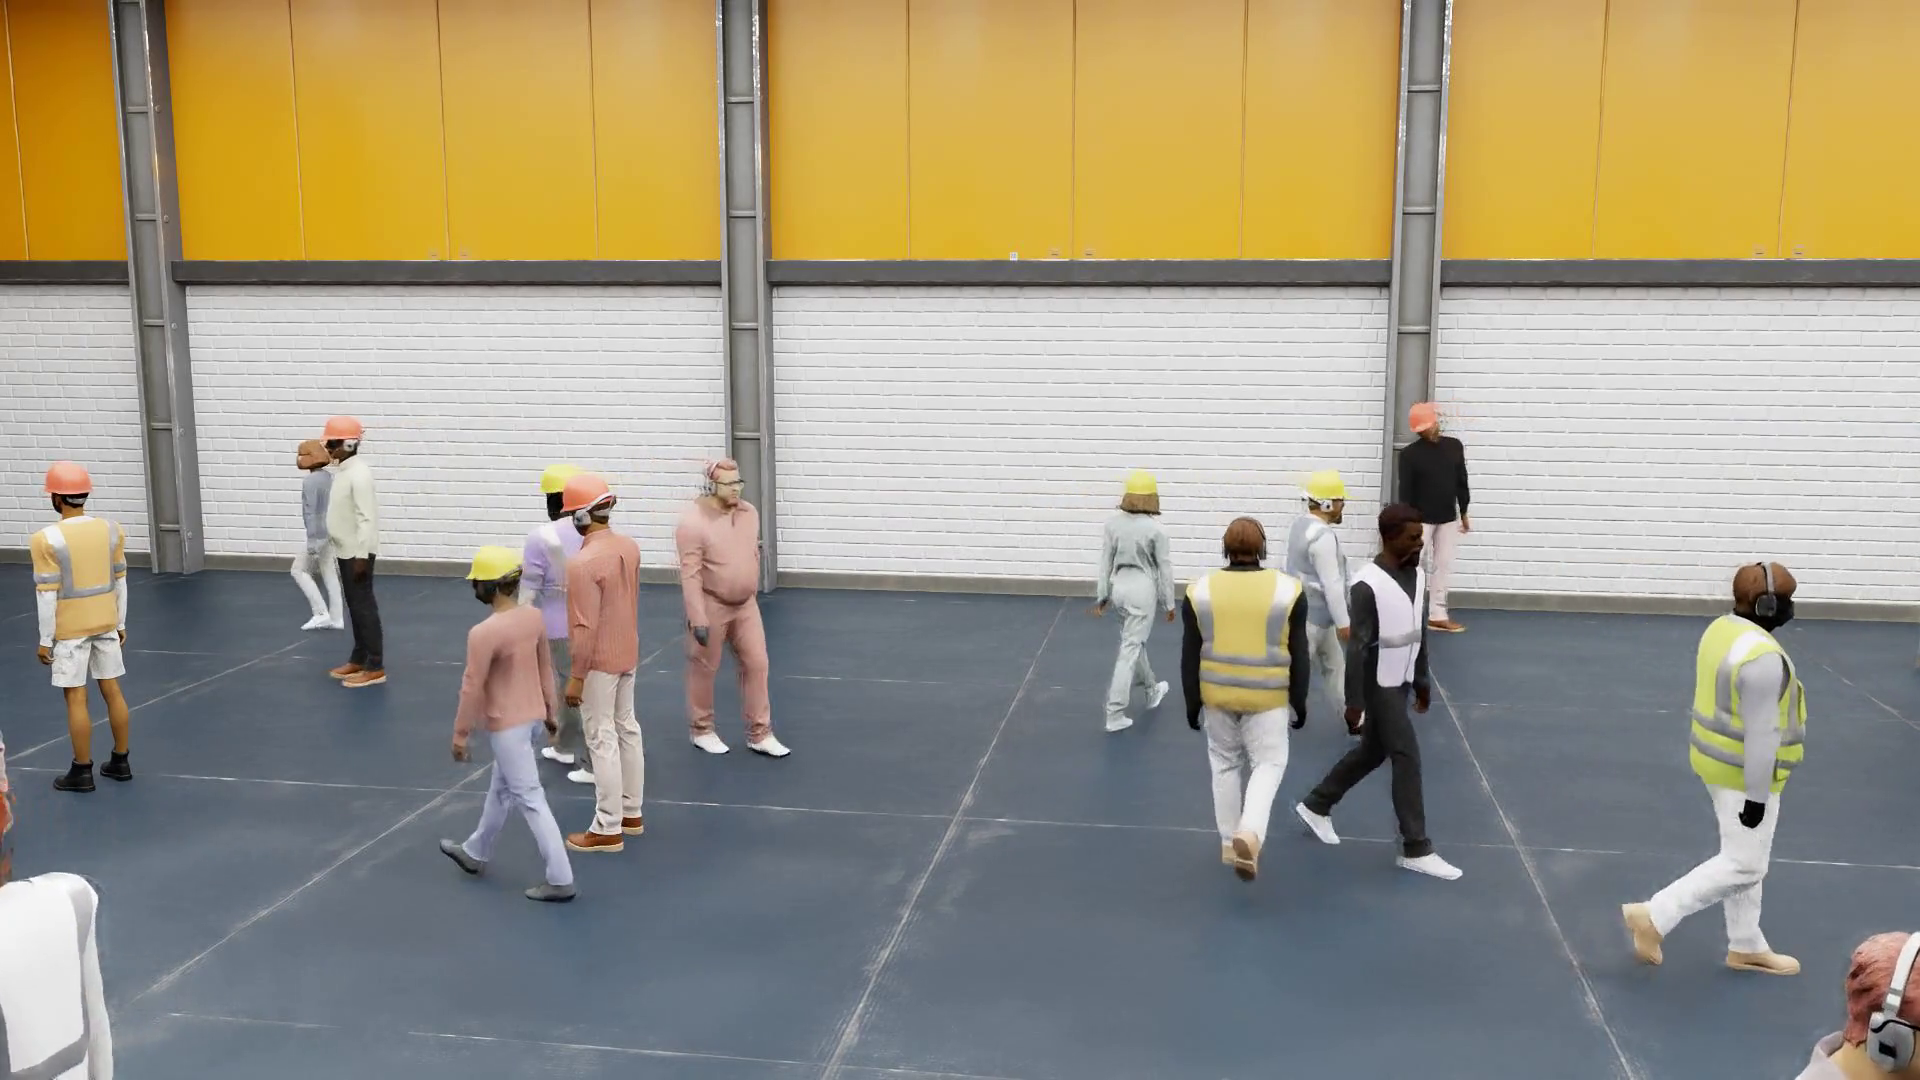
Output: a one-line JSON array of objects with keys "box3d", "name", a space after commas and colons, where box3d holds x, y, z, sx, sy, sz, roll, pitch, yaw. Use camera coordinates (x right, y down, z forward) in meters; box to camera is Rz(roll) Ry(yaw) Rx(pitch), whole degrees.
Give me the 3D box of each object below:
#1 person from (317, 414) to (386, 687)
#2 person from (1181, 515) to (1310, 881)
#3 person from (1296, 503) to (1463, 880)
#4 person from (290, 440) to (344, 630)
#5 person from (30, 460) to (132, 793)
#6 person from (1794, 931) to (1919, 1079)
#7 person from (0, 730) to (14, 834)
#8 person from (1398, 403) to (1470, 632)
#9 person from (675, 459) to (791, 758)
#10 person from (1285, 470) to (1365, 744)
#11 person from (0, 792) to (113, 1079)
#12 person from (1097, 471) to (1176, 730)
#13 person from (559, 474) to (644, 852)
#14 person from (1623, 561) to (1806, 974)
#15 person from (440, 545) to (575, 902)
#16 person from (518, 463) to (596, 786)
[{"box3d": [-4.461, 0.073, 12.192, 0.398, 1.990, 0.620, -6, 11, -32], "name": "person"}, {"box3d": [1.410, 0.789, 8.294, 0.636, 1.827, 0.698, 3, 10, 19], "name": "person"}, {"box3d": [2.152, 0.725, 8.531, 0.946, 1.882, 0.607, 8, 12, 40], "name": "person"}, {"box3d": [-5.429, -0.032, 13.991, 0.436, 1.616, 0.520, 1, 9, 3], "name": "person"}, {"box3d": [-5.130, 0.501, 9.711, 0.351, 1.942, 0.545, 5, 11, 29], "name": "person"}, {"box3d": [1.649, 1.614, 2.981, 0.669, 1.897, 0.548, -7, 11, -35], "name": "person"}, {"box3d": [-4.036, 1.092, 6.640, 0.350, 1.756, 0.518, 3, 10, 21], "name": "person"}, {"box3d": [3.923, -0.178, 13.914, 0.722, 1.946, 0.404, -3, 10, -18], "name": "person"}, {"box3d": [-1.399, 0.440, 10.269, 0.826, 1.875, 0.674, 9, 13, 42], "name": "person"}, {"box3d": [2.285, 0.445, 10.564, 0.952, 1.778, 0.593, 0, 9, 2], "name": "person"}, {"box3d": [-2.292, 1.464, 3.959, 0.398, 1.875, 0.614, 2, 9, 13], "name": "person"}, {"box3d": [1.232, 0.381, 11.158, 0.507, 1.696, 0.890, 8, 12, 40], "name": "person"}, {"box3d": [-1.889, 0.639, 8.725, 0.393, 1.985, 0.611, 3, 10, 16], "name": "person"}, {"box3d": [3.249, 0.986, 7.084, 0.703, 1.827, 0.635, 1, 9, 8], "name": "person"}, {"box3d": [-2.244, 0.880, 8.046, 0.922, 1.712, 0.543, 3, 10, 19], "name": "person"}, {"box3d": [-2.391, 0.491, 9.895, 0.848, 1.892, 0.598, 6, 11, 34], "name": "person"}]
